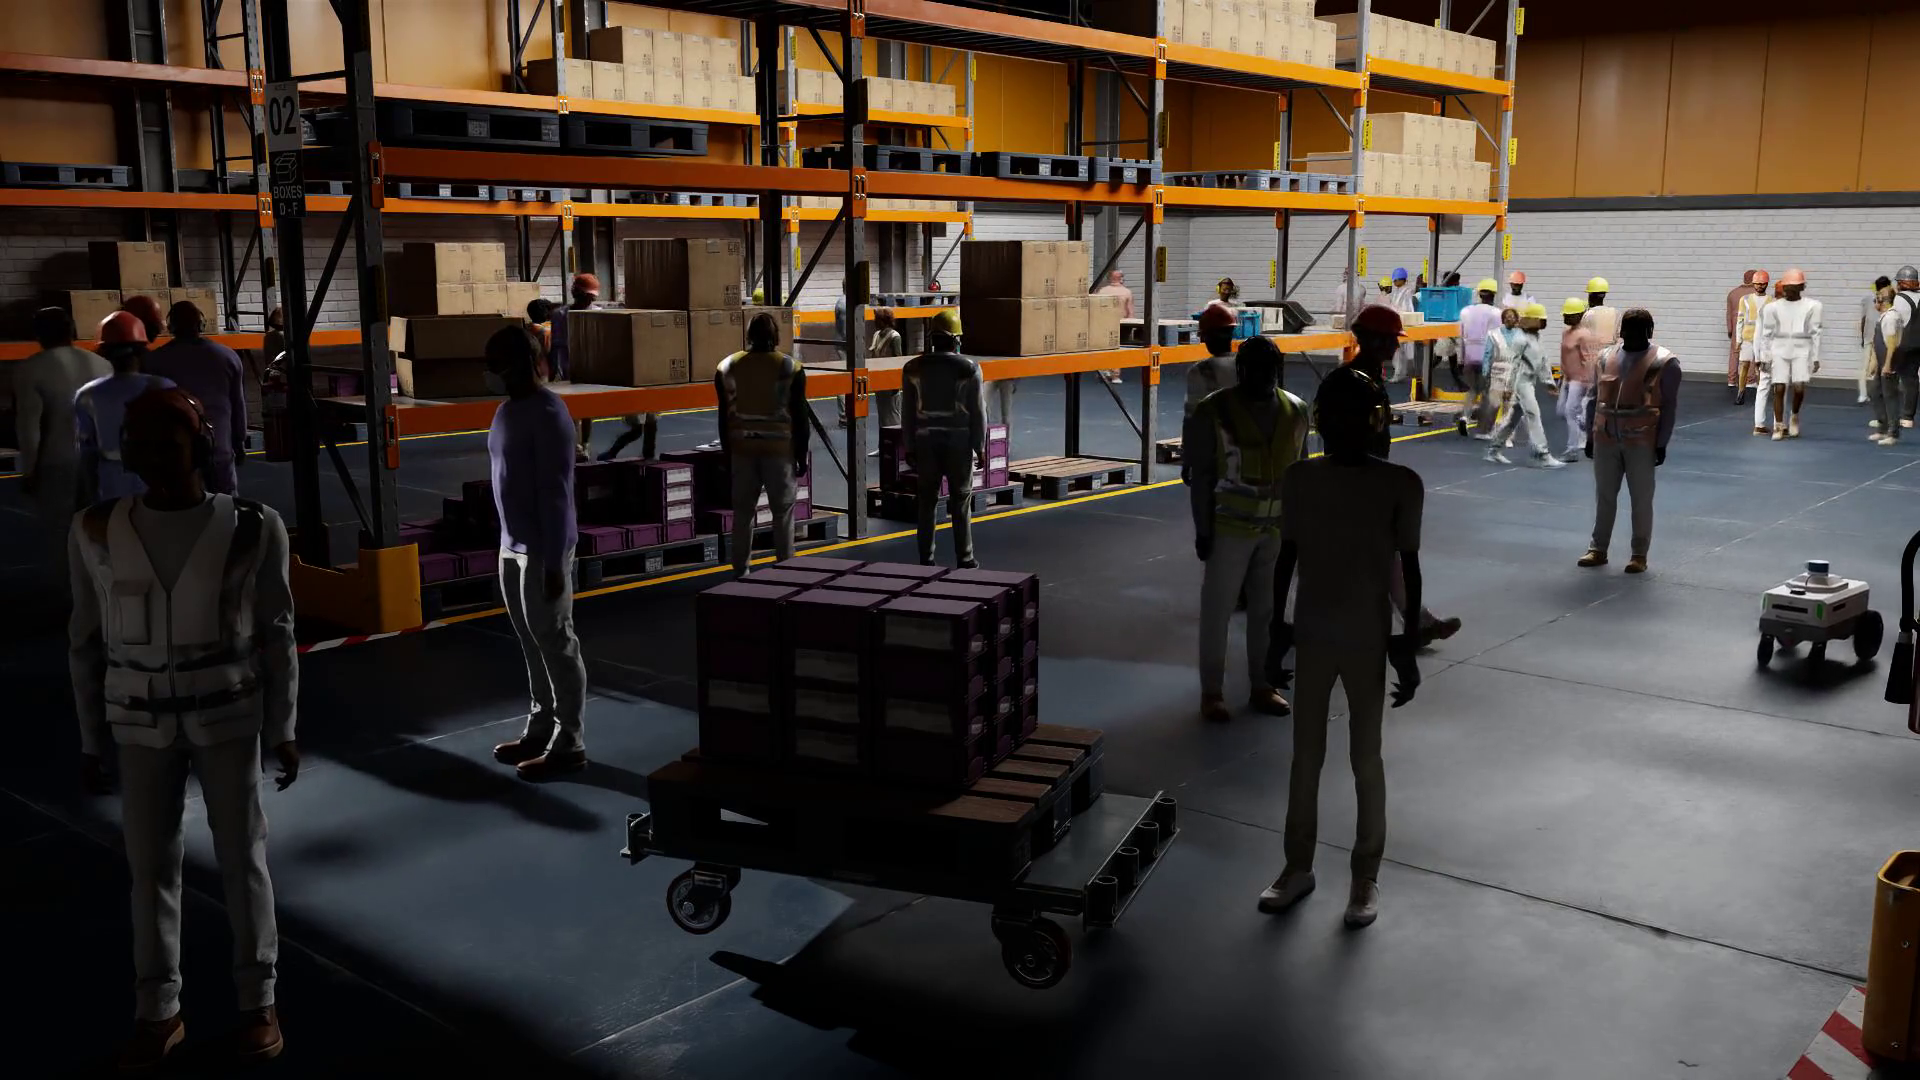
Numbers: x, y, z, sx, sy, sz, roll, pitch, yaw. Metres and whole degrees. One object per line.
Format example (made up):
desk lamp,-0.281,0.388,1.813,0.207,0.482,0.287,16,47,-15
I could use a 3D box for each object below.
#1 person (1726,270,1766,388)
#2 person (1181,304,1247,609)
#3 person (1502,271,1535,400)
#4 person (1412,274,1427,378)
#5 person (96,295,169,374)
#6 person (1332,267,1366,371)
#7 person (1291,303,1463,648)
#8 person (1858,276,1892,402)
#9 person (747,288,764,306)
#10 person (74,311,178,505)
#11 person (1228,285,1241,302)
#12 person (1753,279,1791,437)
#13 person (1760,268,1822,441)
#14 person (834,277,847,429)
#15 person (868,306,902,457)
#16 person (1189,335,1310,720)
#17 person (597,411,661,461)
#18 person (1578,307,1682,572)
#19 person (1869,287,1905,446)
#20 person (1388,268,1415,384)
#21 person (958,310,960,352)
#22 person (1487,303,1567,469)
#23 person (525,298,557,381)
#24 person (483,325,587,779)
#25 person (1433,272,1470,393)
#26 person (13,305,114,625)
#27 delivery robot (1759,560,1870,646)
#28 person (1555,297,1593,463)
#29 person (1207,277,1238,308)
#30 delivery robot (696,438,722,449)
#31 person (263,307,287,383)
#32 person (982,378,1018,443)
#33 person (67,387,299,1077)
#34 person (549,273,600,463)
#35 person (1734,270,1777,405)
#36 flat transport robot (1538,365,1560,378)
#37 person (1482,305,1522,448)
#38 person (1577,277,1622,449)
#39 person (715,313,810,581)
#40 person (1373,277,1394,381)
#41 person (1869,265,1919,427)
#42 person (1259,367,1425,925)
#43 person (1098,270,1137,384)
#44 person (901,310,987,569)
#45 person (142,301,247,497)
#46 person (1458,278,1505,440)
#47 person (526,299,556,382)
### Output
person,12.708,-3.400,26.849,0.408,1.908,0.645,-8,13,-39
person,1.647,-0.543,10.604,0.570,1.895,0.853,-3,11,-19
person,8.233,-3.024,24.669,0.546,1.913,0.657,2,10,12
person,6.896,-3.024,24.818,0.403,1.871,0.763,7,12,35
person,-5.599,-0.702,11.378,0.637,1.939,0.646,2,10,12
person,7.005,-3.969,30.077,0.641,1.913,0.407,-5,11,-27
person,2.339,-0.349,9.349,0.973,1.941,0.609,-1,10,-6
person,13.519,-2.952,24.490,0.879,1.832,0.530,-8,13,-38
person,-2.093,-1.935,18.793,0.577,1.815,0.589,1,10,7
person,-4.317,-0.240,8.790,0.606,1.924,0.477,0,10,-1
person,4.707,-3.663,29.170,0.382,1.622,0.520,0,10,0
person,9.809,-2.179,19.958,0.337,1.882,0.585,-6,11,-30
person,9.696,-2.160,19.442,0.644,2.023,0.425,6,12,31
person,-1.394,-2.365,20.881,0.372,1.934,0.627,-1,10,-6
person,-0.791,-1.680,17.822,0.310,1.636,0.523,-6,12,-32
person,1.408,-0.060,8.016,0.624,1.845,0.430,-3,10,-16
person,-3.046,-1.418,15.526,0.639,1.922,0.573,4,11,24
person,4.675,-0.701,11.663,0.627,1.847,0.429,9,14,43
person,10.686,-1.996,19.148,0.386,1.811,0.604,4,11,20
person,7.235,-3.530,27.512,0.549,1.926,0.640,-1,10,-7
person,0.180,-2.736,23.599,0.592,1.708,0.603,-8,13,-39
person,5.871,-1.600,17.210,0.891,1.693,0.495,8,13,39
person,-4.889,-1.950,19.220,0.551,1.673,0.416,4,11,23
person,-1.826,0.048,7.143,0.355,1.935,0.641,-7,12,-35
person,7.442,-3.150,25.435,1.023,1.917,0.607,0,10,1
person,-5.320,-0.445,9.999,0.419,1.916,0.650,6,12,30
delivery robot,4.660,0.352,9.065,0.707,0.478,0.477,-9,14,-42
person,6.525,-1.679,17.499,0.557,1.737,0.551,-1,10,-4
person,3.522,-2.577,22.287,0.517,1.865,0.328,-5,11,-28
delivery robot,-2.153,-0.807,15.665,0.477,0.478,0.707,7,12,34
person,-7.285,-1.688,17.902,0.500,1.629,0.276,6,12,33
person,0.394,-1.700,18.020,0.505,1.607,0.702,3,10,17
person,-2.117,0.525,4.567,0.572,1.883,0.356,-3,10,-14
person,-3.885,-1.735,17.151,0.633,1.987,1.004,-4,11,-20
person,11.431,-2.892,23.868,0.545,1.938,0.361,5,11,26
flat transport robot,10.761,-2.926,28.803,1.431,0.197,0.652,0,10,2
person,6.237,-1.880,19.025,0.528,1.616,0.602,2,10,13
person,7.106,-1.971,18.648,0.585,1.928,0.369,-4,11,-22
person,-1.294,-0.580,11.022,0.622,1.835,0.430,2,10,9
person,7.186,-3.577,28.255,0.325,1.769,0.524,-3,10,-14
person,11.818,-2.431,20.946,0.683,2.000,0.537,-2,10,-10
person,1.280,0.353,5.584,0.538,1.869,0.312,6,11,29
person,2.629,-3.555,27.792,0.681,1.886,0.573,5,11,27
person,-0.103,-0.676,11.545,0.603,1.830,0.404,2,10,13
person,-5.137,-0.648,11.187,0.645,1.905,0.400,-9,13,-41
person,6.137,-2.120,19.549,0.609,1.906,0.459,10,14,44
person,-4.735,-1.850,18.655,0.536,1.690,0.322,7,12,35
